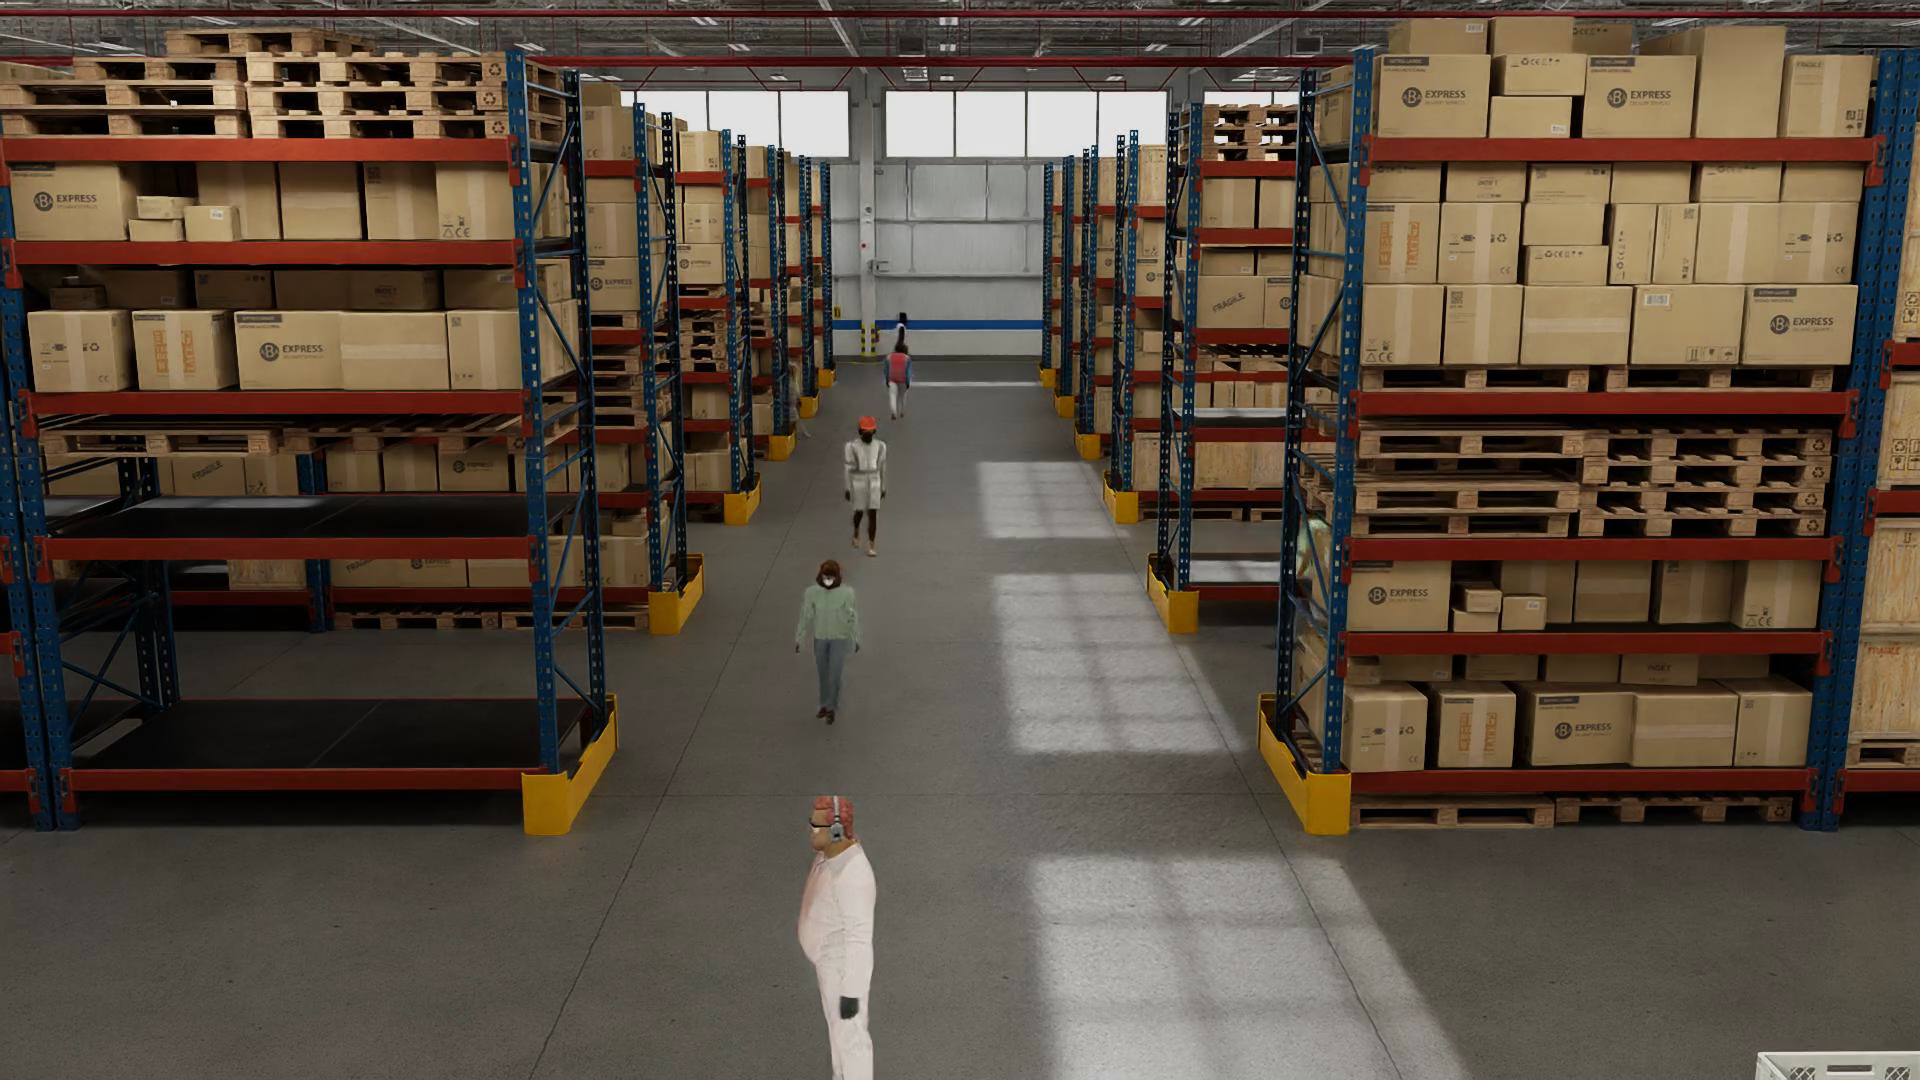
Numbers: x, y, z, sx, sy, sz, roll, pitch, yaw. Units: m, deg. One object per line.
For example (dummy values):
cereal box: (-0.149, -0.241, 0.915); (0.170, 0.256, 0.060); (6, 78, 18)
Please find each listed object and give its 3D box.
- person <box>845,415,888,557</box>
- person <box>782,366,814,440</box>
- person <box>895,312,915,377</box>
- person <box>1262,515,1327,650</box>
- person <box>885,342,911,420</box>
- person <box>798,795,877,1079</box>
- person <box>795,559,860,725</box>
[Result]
person: (-1.336, -0.784, 23.694); (0.625, 2.033, 0.553); (-3, 12, -16)
person: (-3.504, -2.908, 35.302); (0.855, 1.579, 0.546); (3, 12, 15)
person: (-1.733, -5.671, 48.276); (0.785, 1.892, 0.598); (-2, 12, -12)
person: (3.750, 0.389, 18.449); (0.835, 1.807, 0.564); (-1, 11, -6)
person: (-1.453, -3.724, 38.845); (0.615, 1.805, 0.889); (0, 11, 1)
person: (-0.660, 2.272, 8.860); (0.401, 1.910, 0.641); (-3, 12, -15)
person: (-1.273, 0.973, 16.015); (0.599, 1.607, 0.578); (2, 12, 9)
